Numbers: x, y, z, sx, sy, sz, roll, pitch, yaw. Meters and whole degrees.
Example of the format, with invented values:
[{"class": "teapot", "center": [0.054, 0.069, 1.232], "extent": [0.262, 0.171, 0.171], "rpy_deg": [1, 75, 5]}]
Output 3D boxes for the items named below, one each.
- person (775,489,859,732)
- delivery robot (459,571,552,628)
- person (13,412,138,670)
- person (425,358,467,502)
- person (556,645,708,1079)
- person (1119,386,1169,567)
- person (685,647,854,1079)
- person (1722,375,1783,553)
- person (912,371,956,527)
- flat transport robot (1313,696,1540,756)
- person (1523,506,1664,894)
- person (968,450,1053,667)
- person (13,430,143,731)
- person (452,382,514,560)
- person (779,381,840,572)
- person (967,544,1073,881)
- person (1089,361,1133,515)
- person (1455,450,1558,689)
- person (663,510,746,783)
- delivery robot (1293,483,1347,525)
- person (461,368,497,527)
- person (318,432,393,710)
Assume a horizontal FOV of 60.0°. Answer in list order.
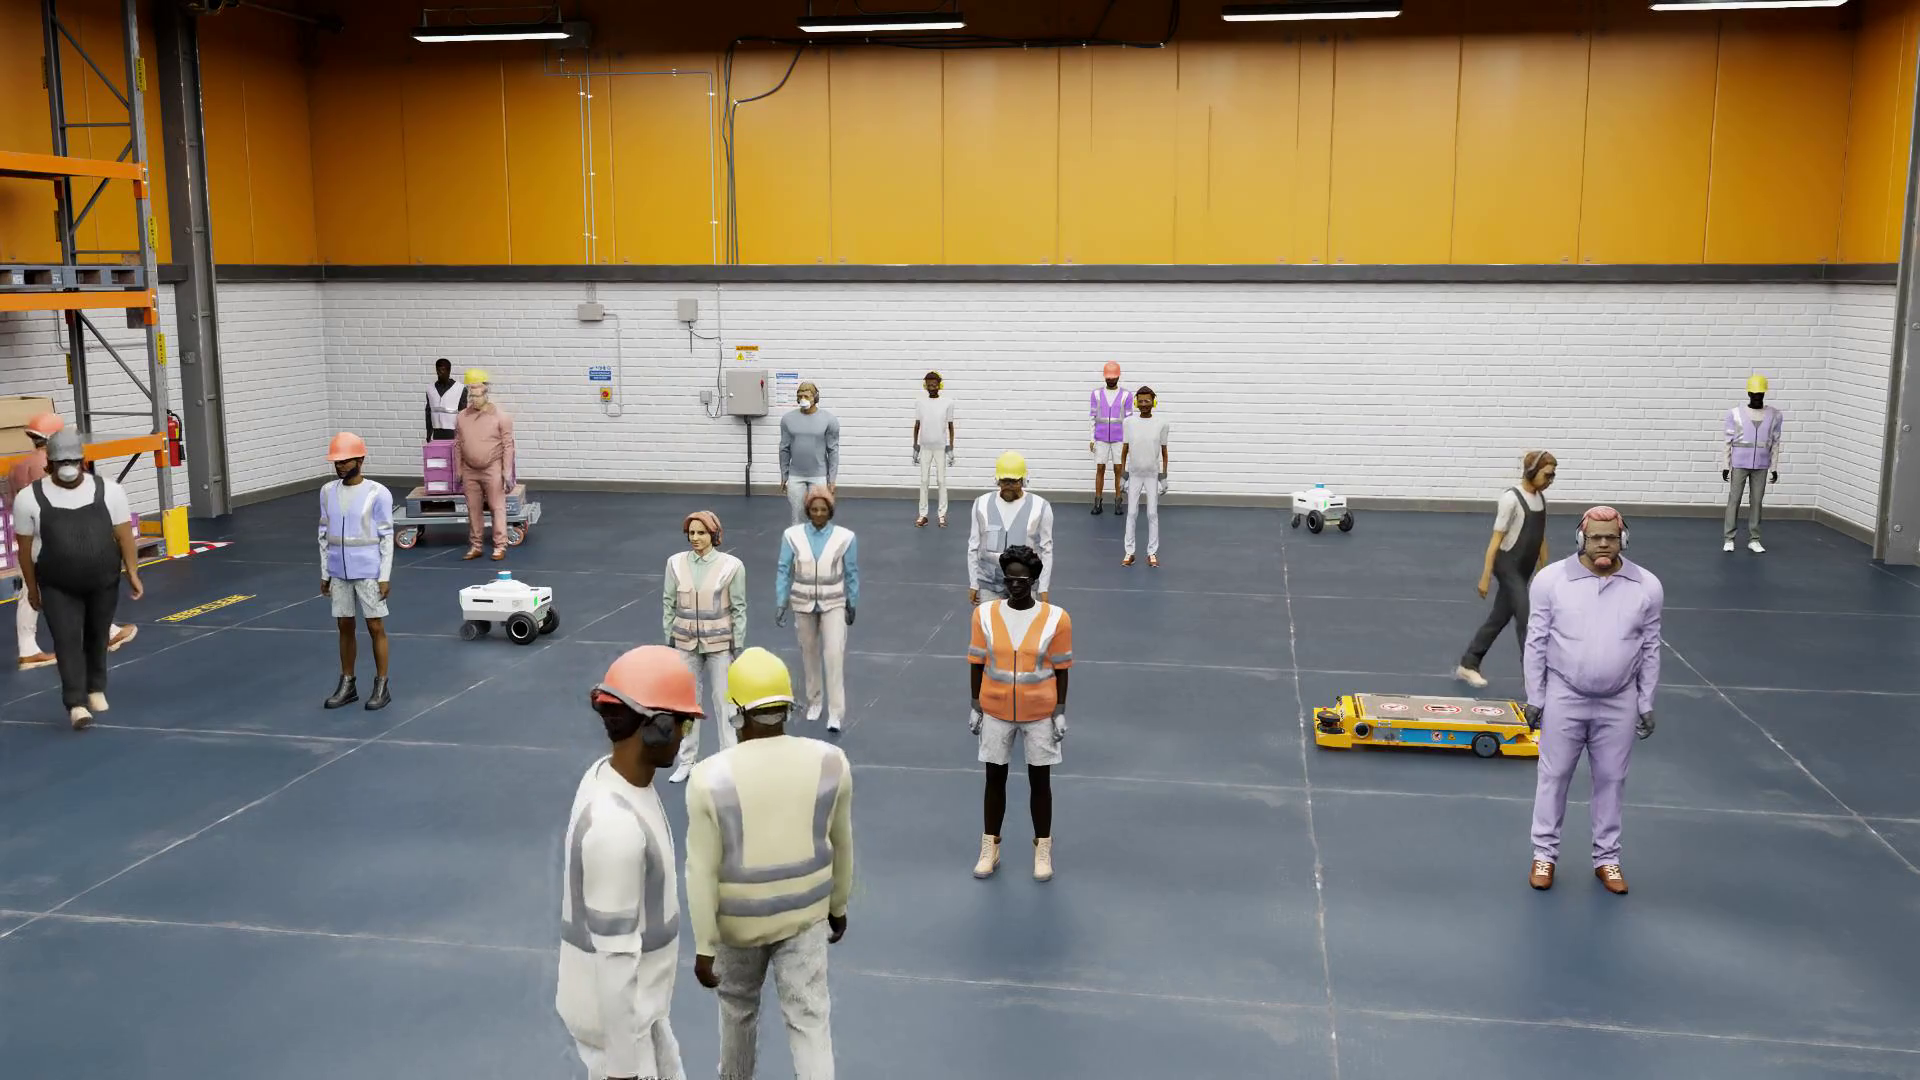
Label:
[{"class": "person", "center": [-0.951, 0.473, 11.004], "extent": [0.535, 1.602, 0.829], "rpy_deg": [1, 9, 3]}, {"class": "delivery robot", "center": [-3.756, 0.504, 13.747], "extent": [0.707, 0.478, 0.477], "rpy_deg": [2, 9, 10]}, {"class": "person", "center": [-6.978, -0.019, 12.951], "extent": [0.652, 1.946, 0.981], "rpy_deg": [4, 10, 24]}, {"class": "person", "center": [-6.724, -1.427, 21.812], "extent": [0.592, 1.916, 0.392], "rpy_deg": [2, 9, 10]}, {"class": "person", "center": [-0.967, 1.292, 4.637], "extent": [0.563, 2.012, 0.671], "rpy_deg": [-1, 9, -8]}, {"class": "person", "center": [1.892, -0.652, 17.146], "extent": [0.508, 1.872, 0.329], "rpy_deg": [2, 9, 10]}, {"class": "person", "center": [-0.631, 1.248, 5.619], "extent": [0.602, 1.789, 0.947], "rpy_deg": [-4, 10, -21]}, {"class": "person", "center": [8.572, -0.823, 18.026], "extent": [0.586, 1.928, 0.364], "rpy_deg": [2, 9, 10]}, {"class": "person", "center": [-0.308, -1.079, 19.838], "extent": [0.560, 1.864, 0.337], "rpy_deg": [2, 9, 10]}, {"class": "flat transport robot", "center": [3.023, 1.179, 10.728], "extent": [1.431, 0.197, 0.652], "rpy_deg": [2, 9, 10]}, {"class": "person", "center": [3.091, 0.780, 8.145], "extent": [0.641, 1.909, 0.409], "rpy_deg": [2, 9, 10]}, {"class": "person", "center": [0.336, 0.291, 11.428], "extent": [0.587, 1.828, 0.404], "rpy_deg": [2, 9, 10]}, {"class": "person", "center": [-5.904, 0.225, 11.171], "extent": [0.695, 2.000, 1.008], "rpy_deg": [-7, 11, -37]}, {"class": "person", "center": [-5.018, -0.711, 17.487], "extent": [0.676, 1.895, 0.429], "rpy_deg": [1, 9, 9]}, {"class": "person", "center": [-1.527, -0.632, 16.809], "extent": [0.630, 1.940, 0.373], "rpy_deg": [2, 9, 10]}, {"class": "person", "center": [0.293, 0.858, 8.309], "extent": [0.533, 1.697, 0.318], "rpy_deg": [2, 9, 10]}, {"class": "person", "center": [1.882, -1.274, 20.805], "extent": [0.543, 1.933, 0.363], "rpy_deg": [2, 9, 10]}, {"class": "person", "center": [3.973, 0.241, 11.896], "extent": [0.561, 1.781, 0.967], "rpy_deg": [-9, 13, -44]}, {"class": "person", "center": [-1.513, 0.635, 9.870], "extent": [0.511, 1.641, 0.308], "rpy_deg": [2, 9, 10]}, {"class": "delivery robot", "center": [4.228, -0.432, 19.555], "extent": [0.477, 0.478, 0.707], "rpy_deg": [-4, 10, -21]}, {"class": "person", "center": [-5.673, -1.080, 19.712], "extent": [0.412, 1.899, 0.582], "rpy_deg": [0, 9, -1]}, {"class": "person", "center": [-4.198, 0.217, 11.544], "extent": [0.543, 1.939, 0.356], "rpy_deg": [2, 9, 10]}]
